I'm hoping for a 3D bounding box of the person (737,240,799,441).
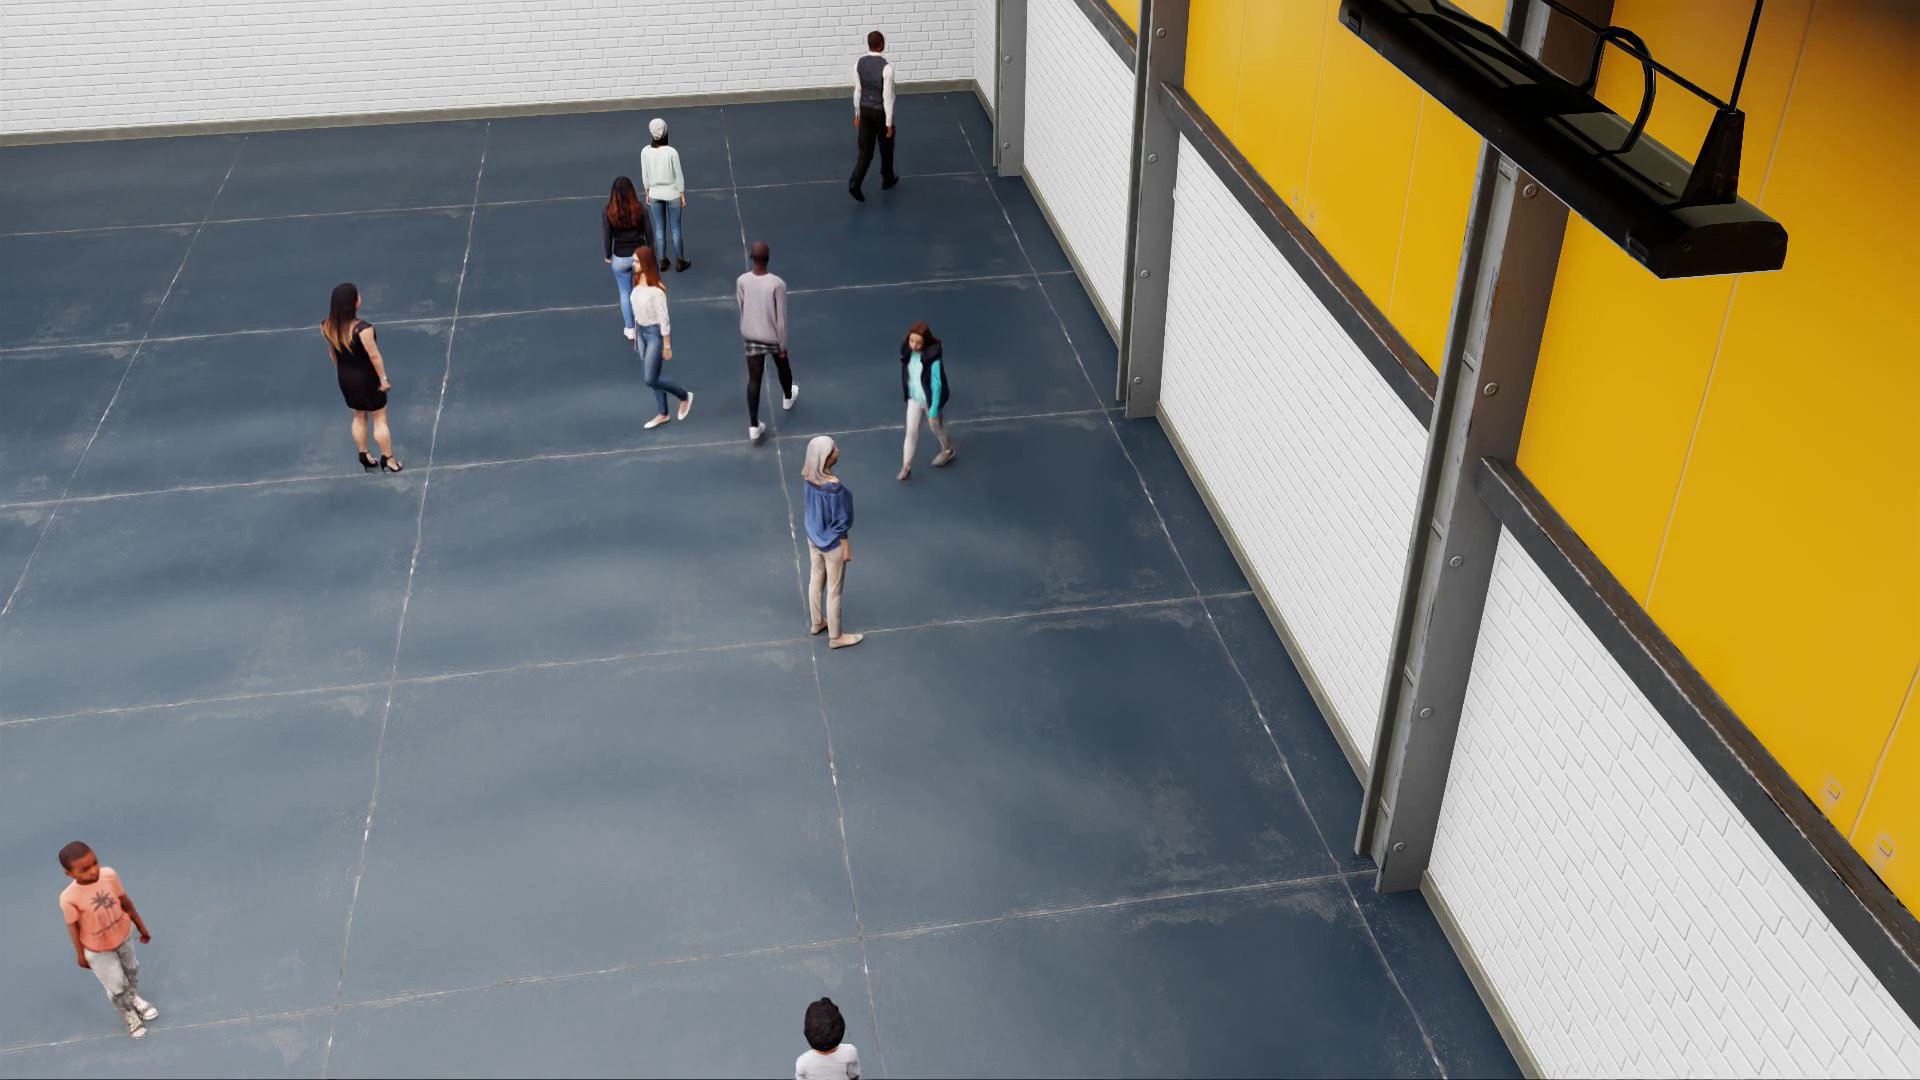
[{"bbox_3d":[-1.736,-1.700,14.427,0.908,1.727,1.215,7,34,10],"label":"person"}]

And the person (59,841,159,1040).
[{"bbox_3d":[-4.686,2.131,9.052,0.668,1.298,0.607,21,39,28],"label":"person"}]

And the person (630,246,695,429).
[{"bbox_3d":[-2.618,-1.792,14.572,0.791,1.721,0.751,-21,39,-29],"label":"person"}]

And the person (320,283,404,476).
[{"bbox_3d":[-5.001,-1.333,13.886,0.760,1.717,0.769,11,35,16],"label":"person"}]

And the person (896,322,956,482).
[{"bbox_3d":[-0.242,-1.214,13.941,0.967,1.457,1.013,26,42,34],"label":"person"}]

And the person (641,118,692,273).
[{"bbox_3d":[-3.083,-3.609,17.374,0.626,1.644,0.580,4,34,6],"label":"person"}]

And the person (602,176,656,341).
[{"bbox_3d":[-3.170,-2.732,16.066,0.624,1.633,0.536,-6,34,-9],"label":"person"}]

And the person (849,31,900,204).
[{"bbox_3d":[-1.011,-4.781,18.923,1.175,1.881,1.329,16,37,22],"label":"person"}]

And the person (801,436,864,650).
[{"bbox_3d":[-0.952,0.004,11.892,0.762,1.696,0.655,-23,40,-31],"label":"person"}]

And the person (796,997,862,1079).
[{"bbox_3d":[-0.620,2.789,8.128,0.560,1.224,0.900,-9,35,-14],"label":"person"}]
